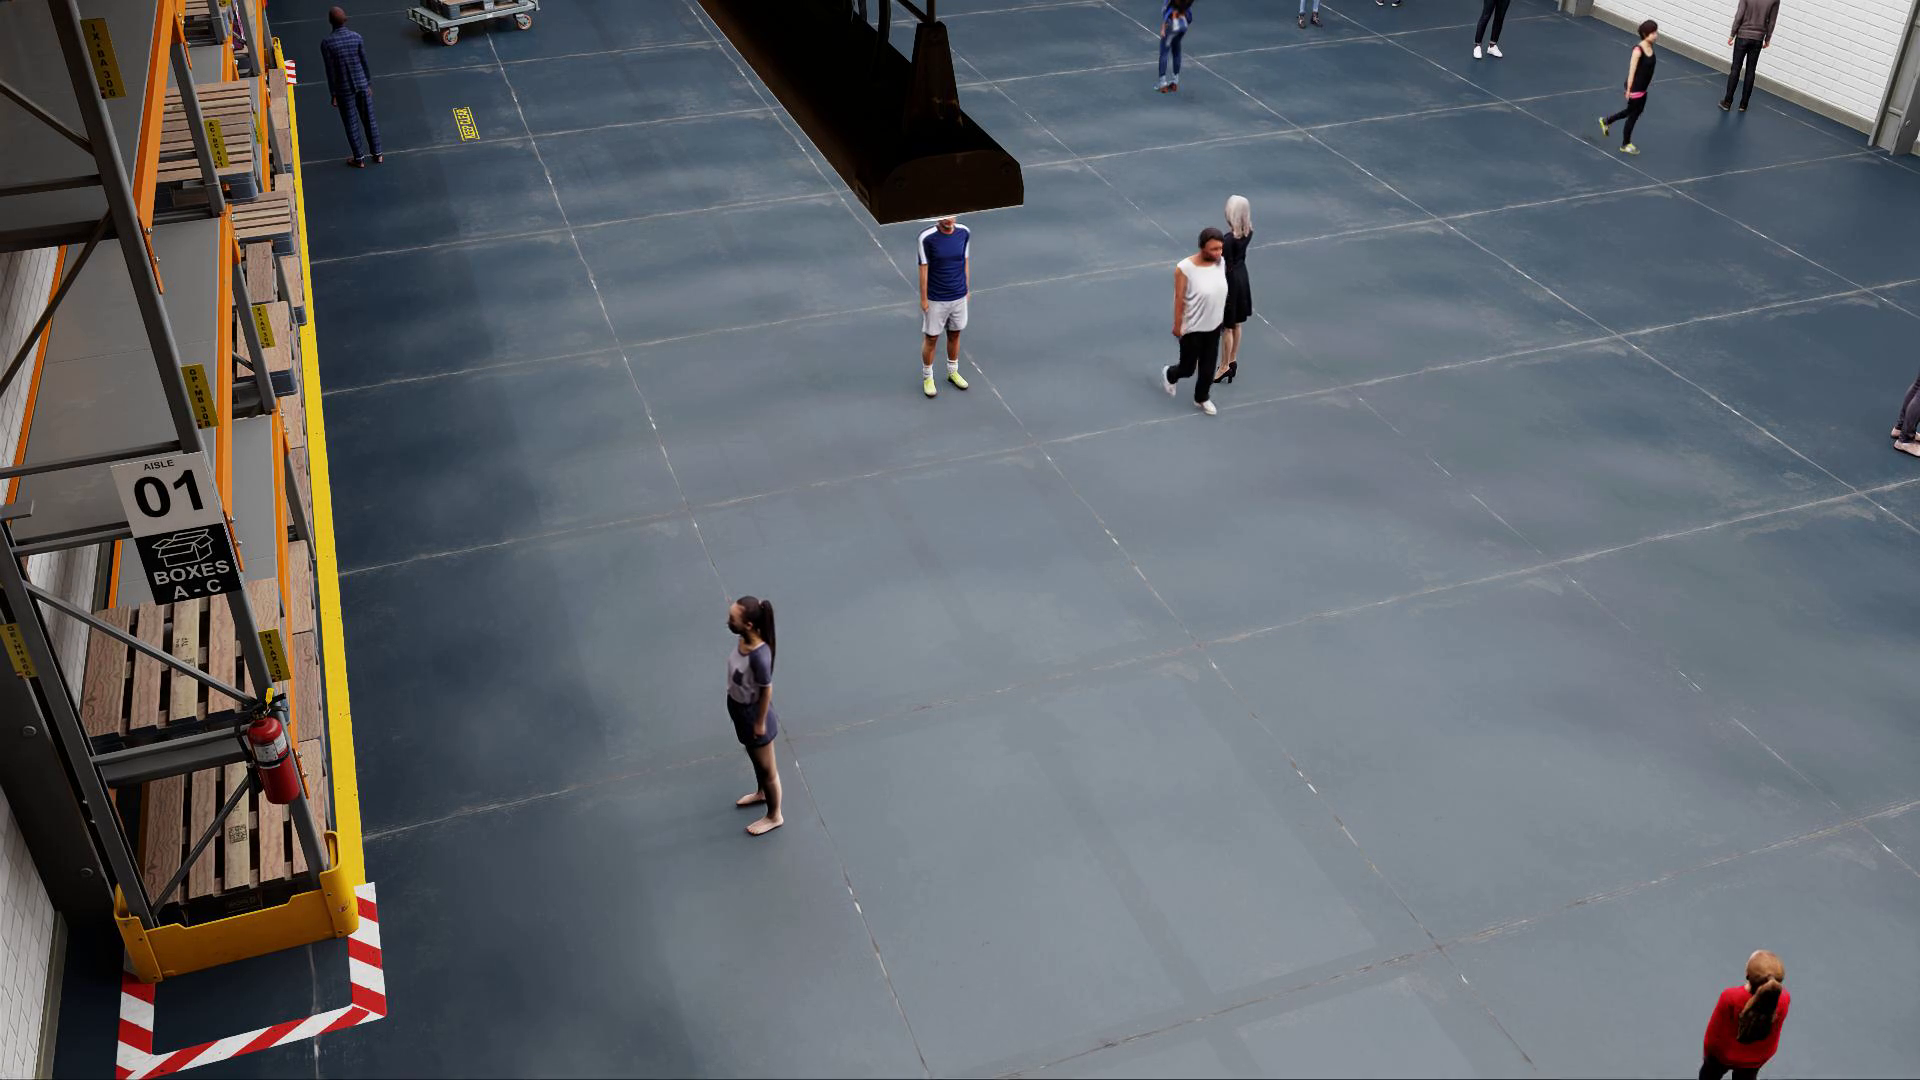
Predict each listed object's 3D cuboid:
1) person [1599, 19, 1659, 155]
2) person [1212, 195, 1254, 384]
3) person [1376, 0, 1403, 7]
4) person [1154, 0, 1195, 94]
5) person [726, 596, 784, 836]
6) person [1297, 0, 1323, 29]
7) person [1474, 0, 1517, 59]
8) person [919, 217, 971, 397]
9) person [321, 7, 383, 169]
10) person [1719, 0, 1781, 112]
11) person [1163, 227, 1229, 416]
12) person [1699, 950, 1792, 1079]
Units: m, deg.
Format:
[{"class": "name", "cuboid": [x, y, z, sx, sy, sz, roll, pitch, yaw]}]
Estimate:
[{"class": "person", "cuboid": [7.880, -5.335, 19.512, 0.919, 1.535, 0.773, 27, 42, 34]}, {"class": "person", "cuboid": [2.372, -2.199, 14.602, 0.736, 1.747, 0.700, 21, 39, 28]}, {"class": "person", "cuboid": [6.418, -8.790, 24.490, 0.695, 1.777, 0.723, 10, 35, 15]}, {"class": "person", "cuboid": [2.773, -6.528, 21.228, 0.701, 1.621, 0.664, -21, 39, -29]}, {"class": "person", "cuboid": [-1.207, 1.014, 9.854, 0.642, 1.651, 0.445, -12, 35, -17]}, {"class": "person", "cuboid": [5.069, -8.188, 23.637, 0.584, 1.720, 0.527, -10, 35, -14]}, {"class": "person", "cuboid": [7.268, -7.448, 22.435, 0.767, 1.816, 0.642, -5, 34, -8]}, {"class": "person", "cuboid": [-0.130, -2.146, 14.439, 0.646, 1.838, 0.562, -15, 36, -21]}, {"class": "person", "cuboid": [-6.967, -5.193, 19.041, 0.744, 1.819, 0.727, -26, 41, -33]}, {"class": "person", "cuboid": [9.806, -6.231, 20.650, 0.720, 1.766, 0.713, 1, 34, 2]}, {"class": "person", "cuboid": [2.029, -1.895, 14.214, 0.736, 1.670, 0.862, -18, 38, -25]}, {"class": "person", "cuboid": [3.759, 2.484, 7.986, 0.701, 1.271, 0.859, 3, 34, 5]}]
